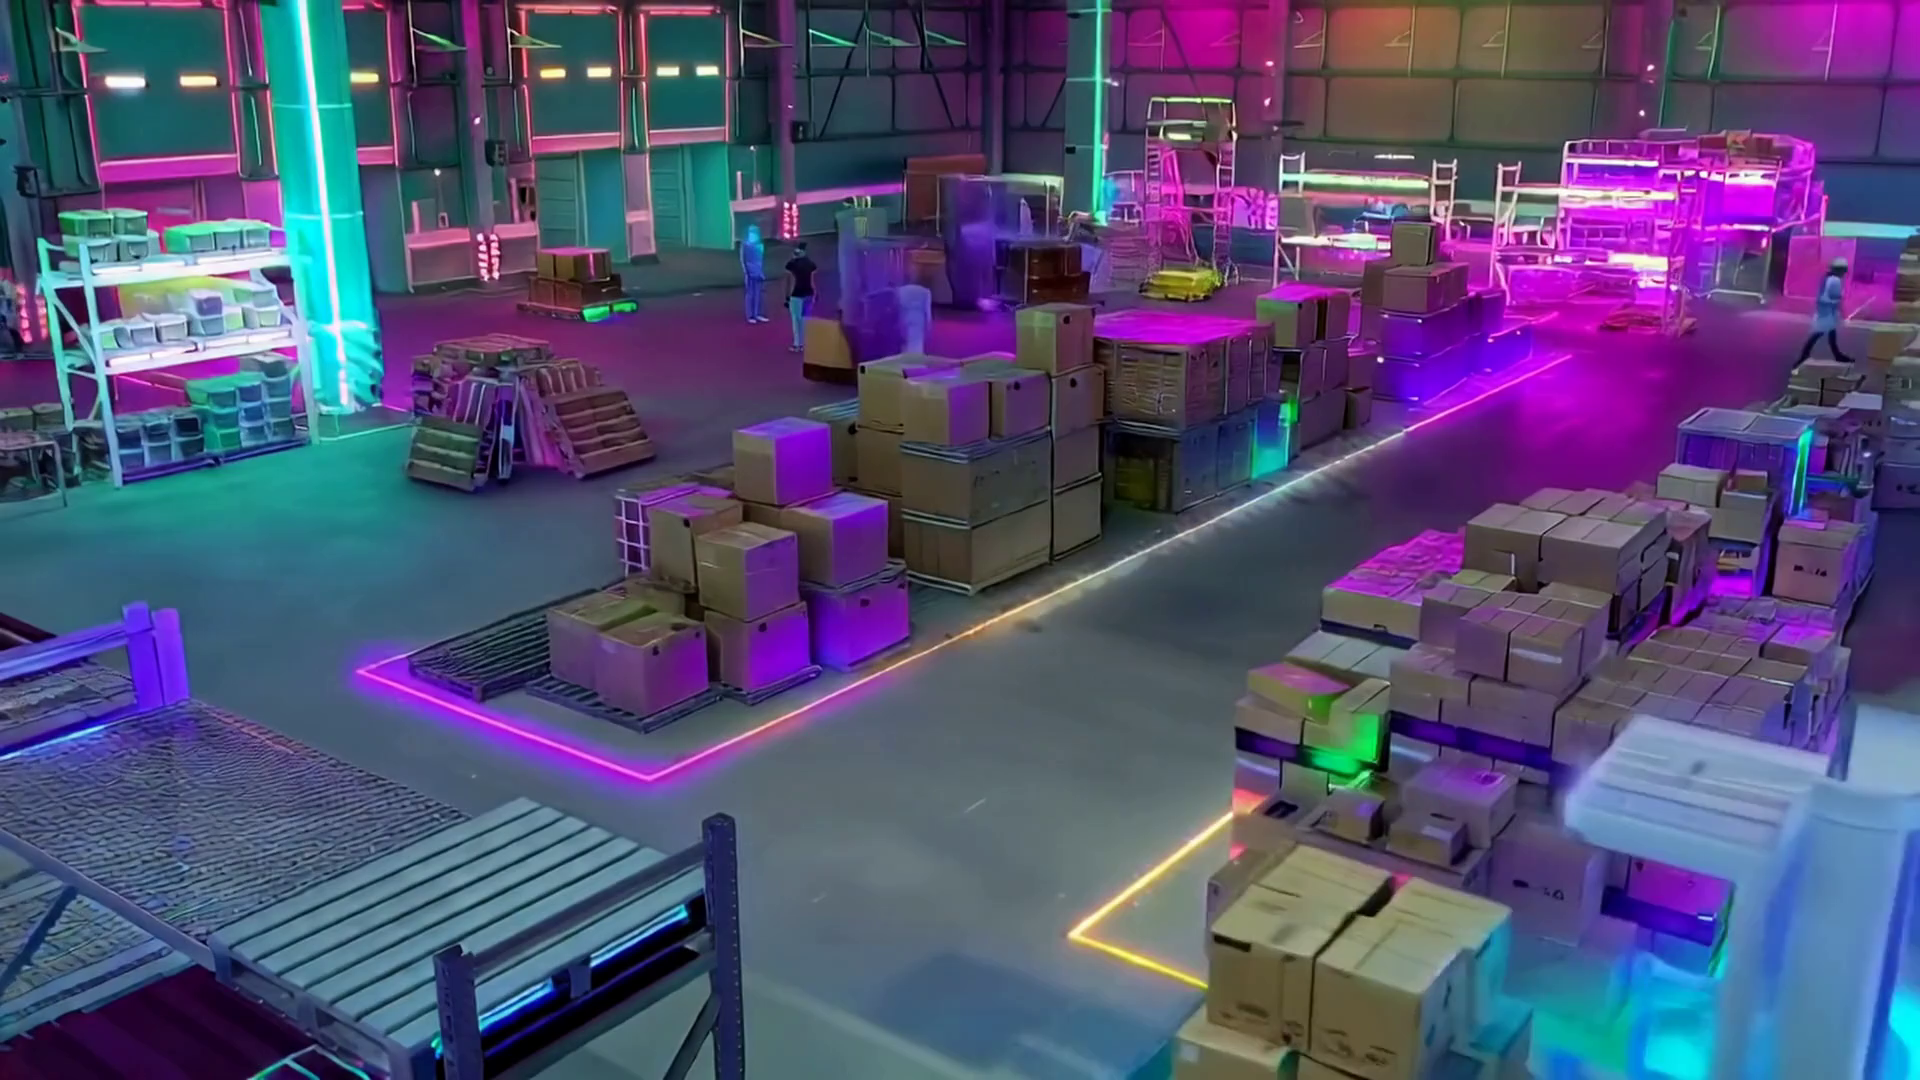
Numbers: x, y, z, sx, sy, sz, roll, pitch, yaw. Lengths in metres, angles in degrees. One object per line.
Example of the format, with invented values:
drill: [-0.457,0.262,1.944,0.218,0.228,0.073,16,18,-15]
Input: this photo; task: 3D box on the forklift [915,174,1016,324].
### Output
forklift: [0.082,-5.854,33.158,1.873,2.768,1.129,14,22,39]

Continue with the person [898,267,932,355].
person: [-0.764,-3.429,26.797,0.639,1.917,0.753,11,20,32]

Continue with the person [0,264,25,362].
person: [-16.536,-3.954,28.880,0.317,1.695,0.540,-11,20,-33]

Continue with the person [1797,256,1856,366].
person: [14.828,-3.865,28.268,0.977,1.879,0.557,3,17,11]

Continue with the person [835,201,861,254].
person: [-2.519,-6.643,37.396,0.585,1.927,0.366,-1,17,-5]

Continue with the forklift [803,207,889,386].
forklift: [-1.552,-3.926,26.774,1.873,2.768,1.129,12,21,35]

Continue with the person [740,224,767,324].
person: [-4.066,-5.250,32.782,0.371,1.927,0.588,11,20,33]

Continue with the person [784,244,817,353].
person: [-2.839,-4.309,29.668,0.636,1.931,0.377,-9,19,-27]

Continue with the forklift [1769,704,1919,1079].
forklift: [3.555,2.120,6.753,1.873,2.768,1.129,12,21,35]

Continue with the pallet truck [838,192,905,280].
pallet truck: [-1.936,-7.159,38.982,1.885,1.965,0.823,-12,21,-34]
